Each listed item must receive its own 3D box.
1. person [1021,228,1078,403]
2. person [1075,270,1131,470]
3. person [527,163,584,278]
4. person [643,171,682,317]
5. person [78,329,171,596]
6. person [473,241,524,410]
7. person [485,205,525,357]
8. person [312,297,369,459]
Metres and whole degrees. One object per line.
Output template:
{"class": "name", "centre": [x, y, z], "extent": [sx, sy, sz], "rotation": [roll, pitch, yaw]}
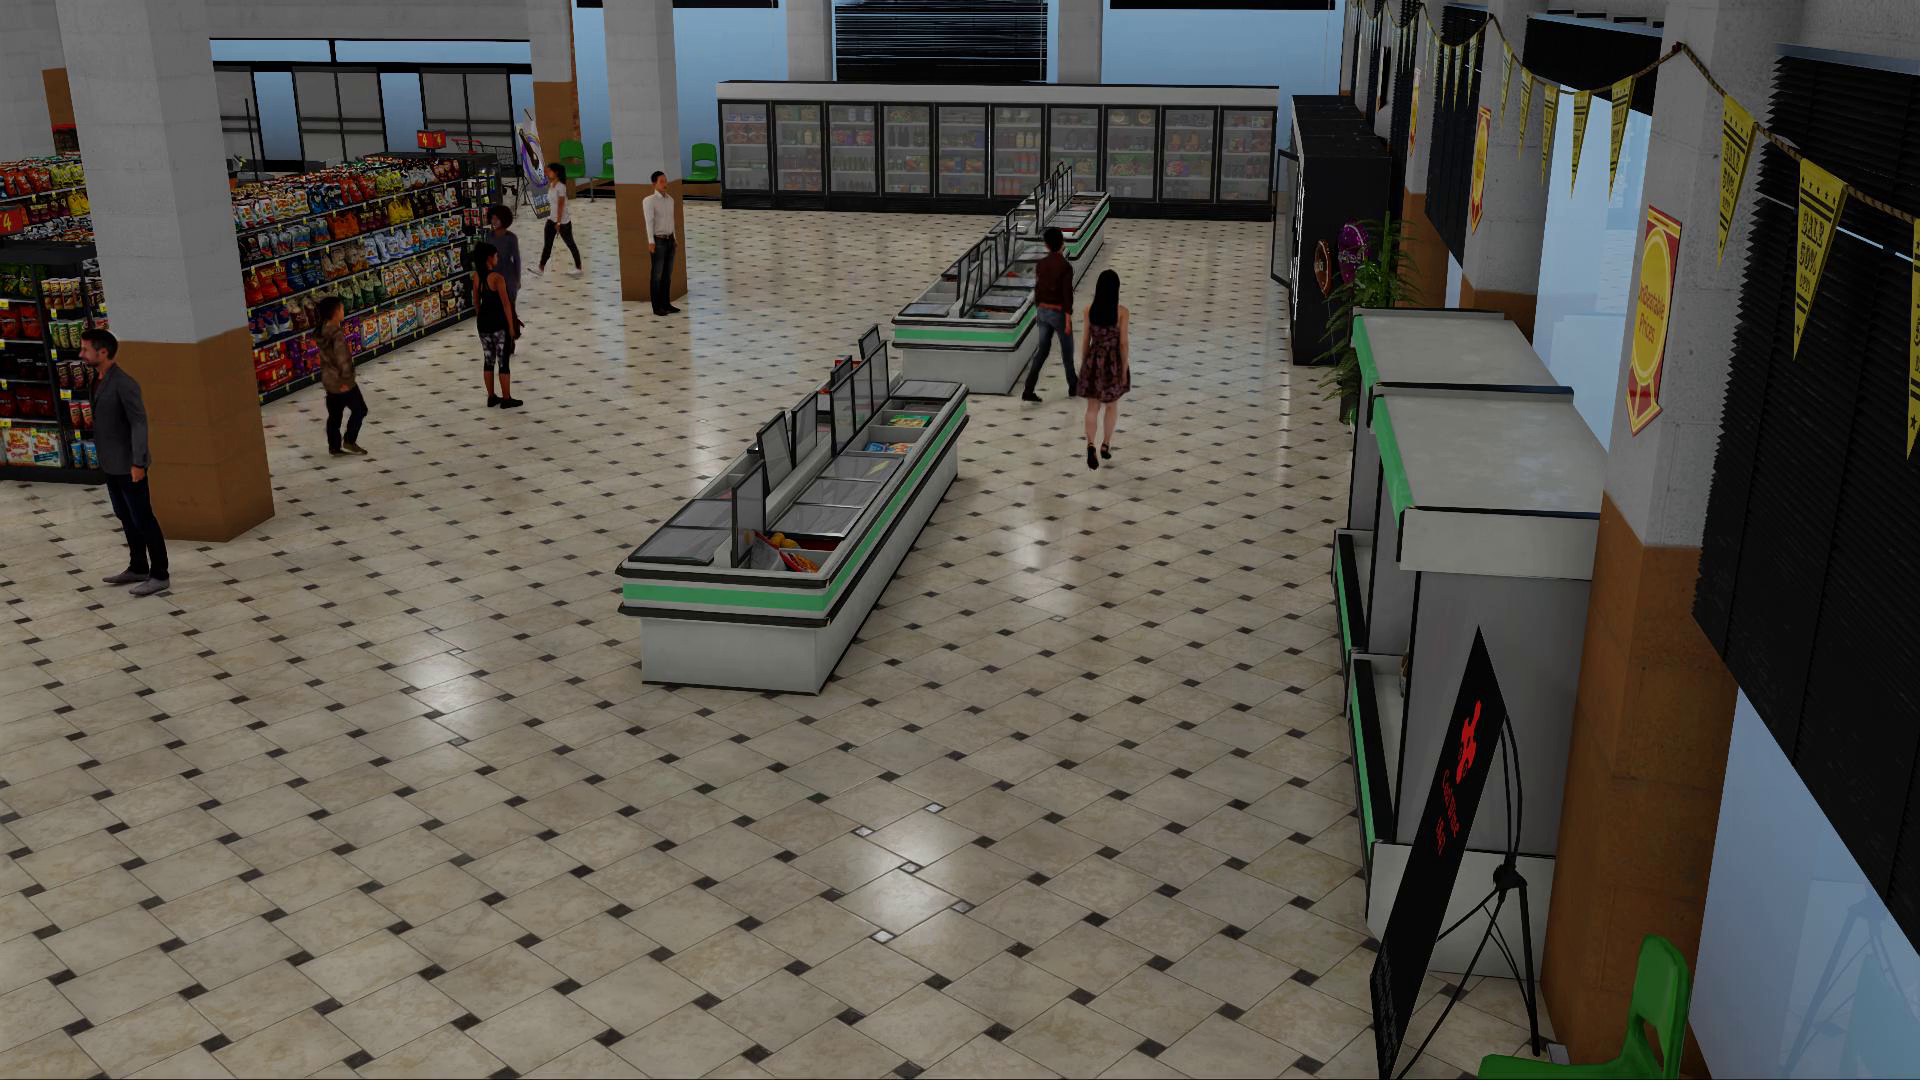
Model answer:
{"class": "person", "centre": [0.865, -2.191, 16.642], "extent": [1.076, 1.724, 1.262], "rotation": [17, 25, 41]}
{"class": "person", "centre": [1.216, -1.412, 14.304], "extent": [0.646, 1.742, 1.127], "rotation": [4, 19, 13]}
{"class": "person", "centre": [-5.659, -4.565, 23.872], "extent": [1.106, 1.604, 1.010], "rotation": [-14, 23, -36]}
{"class": "person", "centre": [-3.831, -3.810, 21.308], "extent": [0.795, 1.811, 0.631], "rotation": [11, 22, 30]}
{"class": "person", "centre": [-5.809, -0.551, 11.548], "extent": [0.777, 1.871, 0.770], "rotation": [15, 24, 37]}
{"class": "person", "centre": [-4.662, -2.156, 16.622], "extent": [0.636, 1.672, 0.605], "rotation": [10, 21, 26]}
{"class": "person", "centre": [-5.169, -2.965, 18.974], "extent": [0.642, 1.701, 0.826], "rotation": [6, 19, 16]}
{"class": "person", "centre": [-5.603, -1.426, 14.812], "extent": [0.692, 1.444, 0.731], "rotation": [14, 23, 36]}
